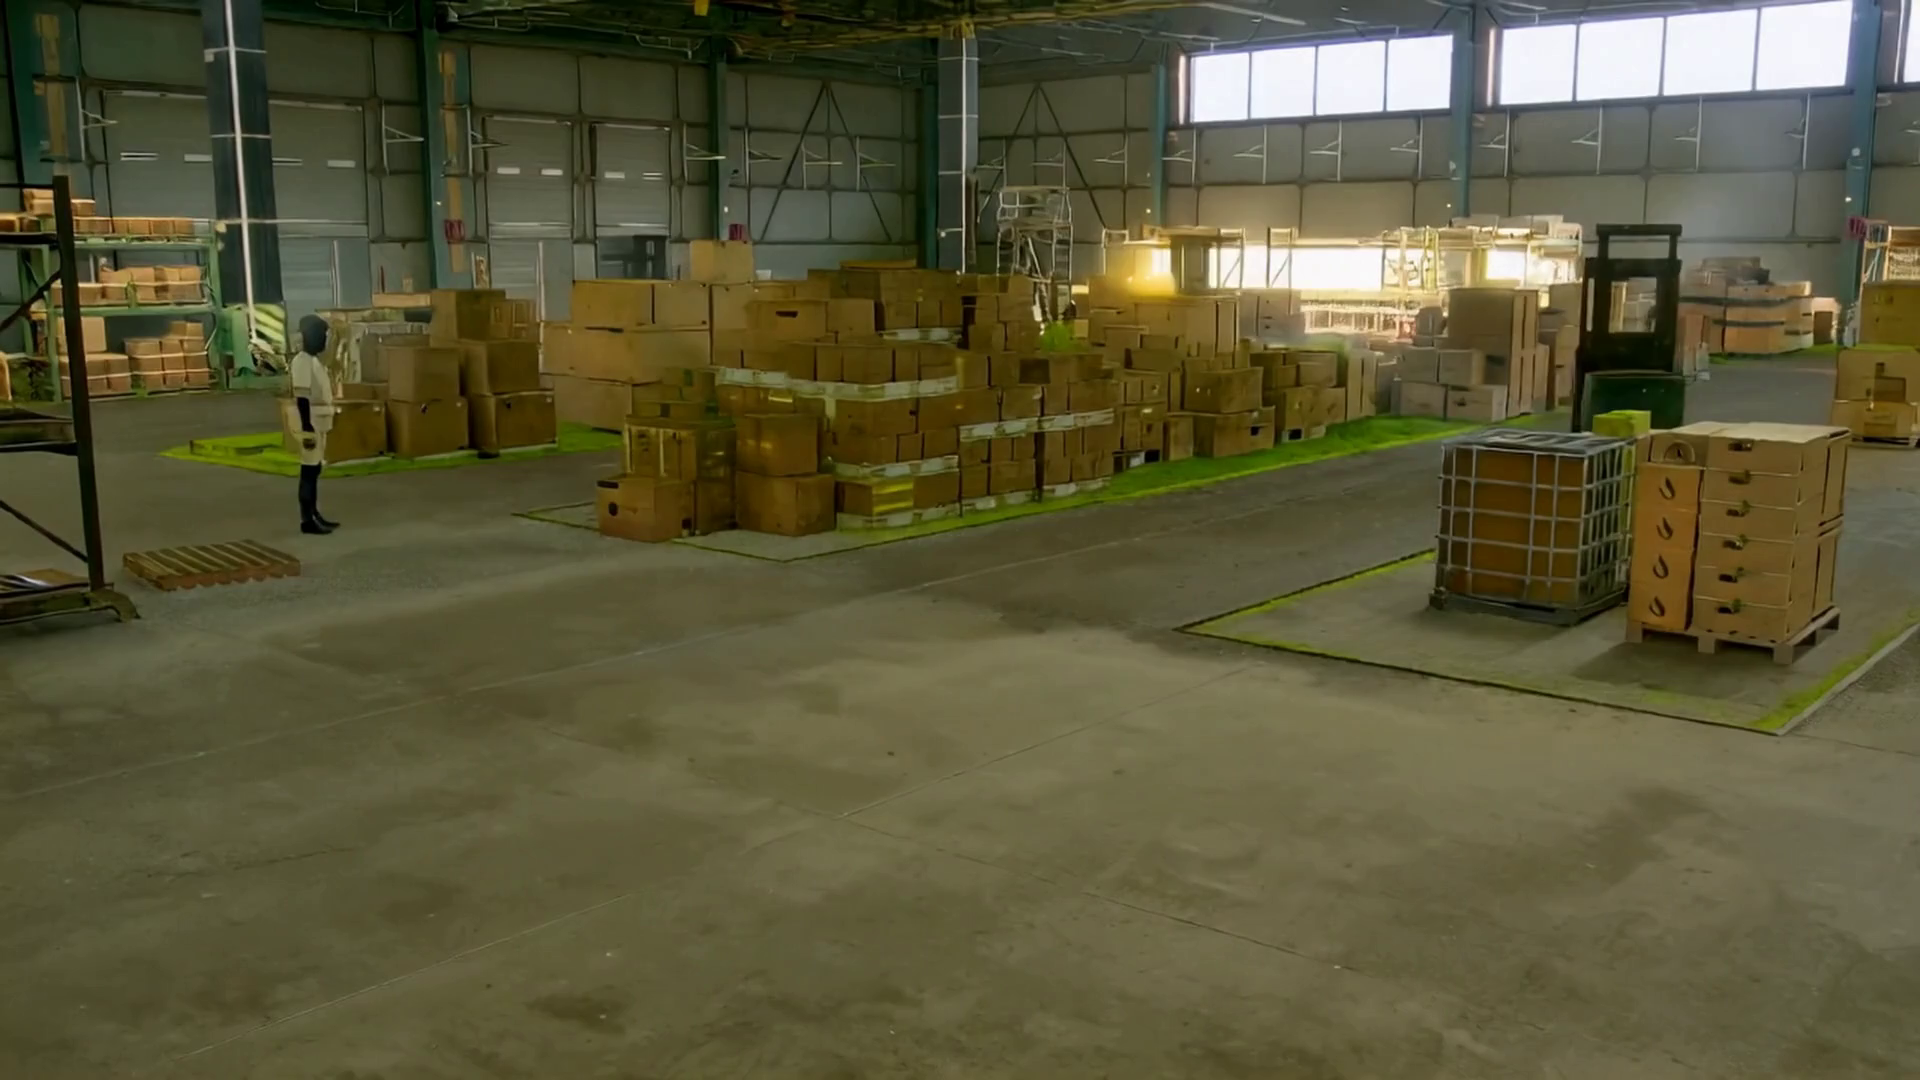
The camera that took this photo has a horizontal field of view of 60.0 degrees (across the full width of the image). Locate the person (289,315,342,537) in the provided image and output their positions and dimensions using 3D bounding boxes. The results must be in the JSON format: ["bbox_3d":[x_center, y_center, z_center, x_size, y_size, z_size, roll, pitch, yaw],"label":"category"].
[{"bbox_3d":[-5.734,-1.010,14.748,0.368,1.963,0.609,-2,10,-10],"label":"person"}]

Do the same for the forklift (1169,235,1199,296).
[{"bbox_3d":[5.022,-5.455,37.453,1.873,2.768,1.129,7,12,33],"label":"forklift"}]

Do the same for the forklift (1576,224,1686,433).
[{"bbox_3d":[7.996,-2.362,19.839,1.129,2.768,1.873,2,10,14],"label":"forklift"}]

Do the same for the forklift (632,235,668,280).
[{"bbox_3d":[-6.875,-5.401,37.141,1.873,2.768,1.129,5,11,25],"label":"forklift"}]

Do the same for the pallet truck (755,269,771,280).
[{"bbox_3d":[-4.996,-6.432,45.525,1.885,1.965,0.823,-6,12,-32],"label":"pallet truck"}]
